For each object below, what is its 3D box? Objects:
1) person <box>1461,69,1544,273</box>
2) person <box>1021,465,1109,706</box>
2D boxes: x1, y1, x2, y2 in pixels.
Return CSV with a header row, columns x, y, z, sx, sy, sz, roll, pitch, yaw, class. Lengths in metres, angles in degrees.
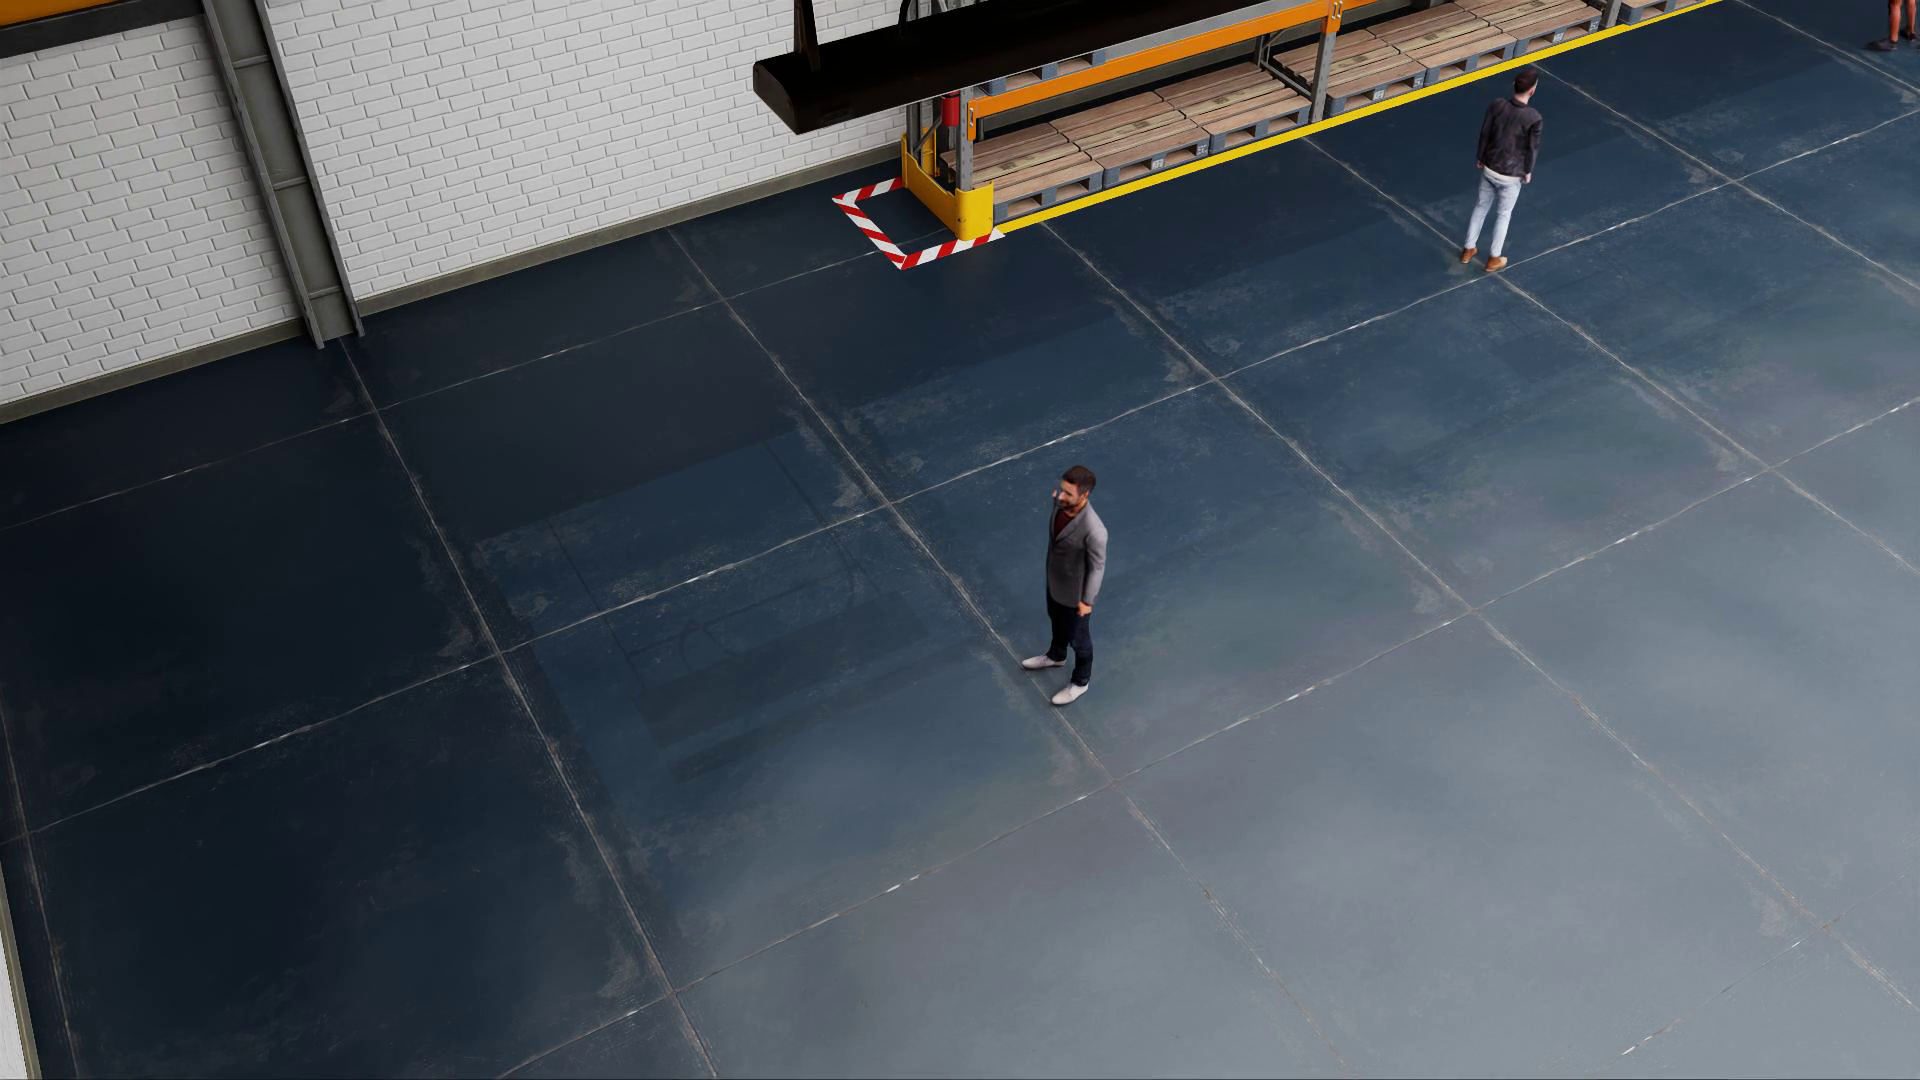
x,y,z,sx,sy,sz,roll,pitch,yaw,class
4.572,-3.113,14.011,0.720,1.836,0.665,29,51,27,person
0.691,0.253,10.450,0.587,1.875,0.682,-20,47,-20,person
